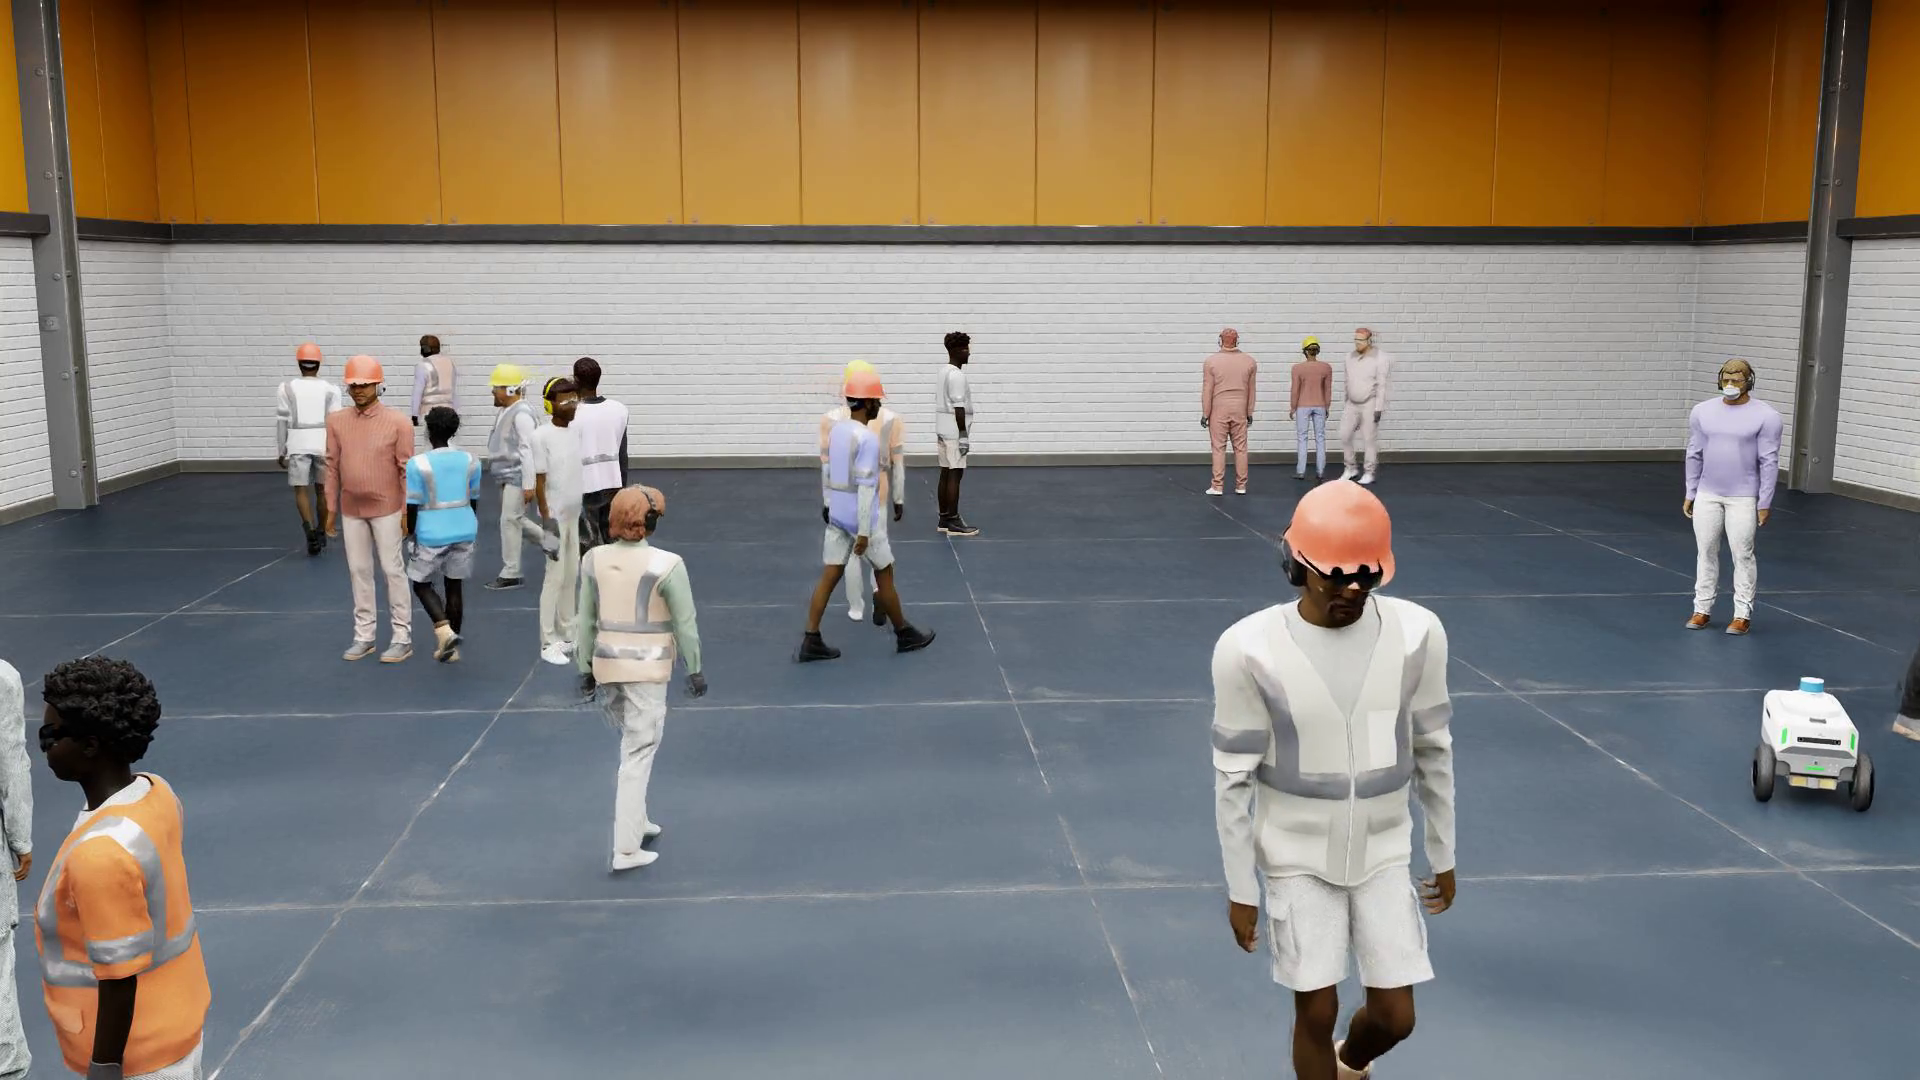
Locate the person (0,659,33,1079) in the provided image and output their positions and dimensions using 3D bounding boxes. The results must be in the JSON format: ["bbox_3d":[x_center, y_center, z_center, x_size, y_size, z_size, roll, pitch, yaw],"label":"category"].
[{"bbox_3d":[-2.960,0.871,4.854,0.480,1.733,0.339,-3,9,-18],"label":"person"}]

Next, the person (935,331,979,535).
[{"bbox_3d":[-0.051,-1.032,16.068,0.369,1.967,0.601,-3,9,-17],"label":"person"}]

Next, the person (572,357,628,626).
[{"bbox_3d":[-2.608,-0.340,11.875,0.394,1.920,0.587,8,12,41],"label":"person"}]

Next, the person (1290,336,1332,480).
[{"bbox_3d":[4.285,-1.613,20.358,0.522,1.765,0.317,-1,9,-8],"label":"person"}]

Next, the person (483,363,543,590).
[{"bbox_3d":[-3.483,-0.511,13.302,0.679,1.812,0.598,-5,10,-28],"label":"person"}]

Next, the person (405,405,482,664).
[{"bbox_3d":[-3.271,-0.017,10.607,0.539,1.678,0.426,-9,13,-44],"label":"person"}]

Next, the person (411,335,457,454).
[{"bbox_3d":[-6.268,-1.558,19.910,0.952,1.803,0.639,3,10,20],"label":"person"}]

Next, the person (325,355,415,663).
[{"bbox_3d":[-3.819,-0.202,10.788,0.618,1.993,0.408,2,9,11],"label":"person"}]

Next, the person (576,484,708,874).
[{"bbox_3d":[-1.342,0.572,7.092,0.520,1.620,0.636,5,10,29],"label":"person"}]

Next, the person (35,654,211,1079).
[{"bbox_3d":[-1.810,1.084,3.625,0.319,1.697,0.532,-3,9,-17],"label":"person"}]

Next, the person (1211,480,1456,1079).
[{"bbox_3d":[0.966,0.824,4.296,0.666,2.002,0.583,-1,9,-3],"label":"person"}]

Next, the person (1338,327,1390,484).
[{"bbox_3d":[4.780,-1.589,19.829,0.567,1.884,0.676,-9,12,-43],"label":"person"}]

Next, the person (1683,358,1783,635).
[{"bbox_3d":[5.375,-0.302,11.623,0.368,1.932,0.623,-8,12,-42],"label":"person"}]

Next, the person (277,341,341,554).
[{"bbox_3d":[-5.844,-0.830,14.998,0.552,1.915,0.846,-5,10,-27],"label":"person"}]

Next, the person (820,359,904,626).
[{"bbox_3d":[-0.689,-0.323,11.802,0.596,1.911,0.716,-1,9,-8],"label":"person"}]

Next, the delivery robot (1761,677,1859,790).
[{"bbox_3d":[4.092,0.907,8.019,0.477,0.478,0.707,3,10,20],"label":"delivery robot"}]

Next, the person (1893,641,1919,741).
[{"bbox_3d":[5.346,0.175,8.577,0.619,1.938,1.034,-3,9,-17],"label":"person"}]

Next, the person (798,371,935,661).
[{"bbox_3d":[-0.640,-0.156,10.840,0.985,1.886,0.552,-7,11,-36],"label":"person"}]

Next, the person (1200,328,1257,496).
[{"bbox_3d":[3.029,-1.449,18.879,0.642,1.909,0.399,-2,9,-11],"label":"person"}]

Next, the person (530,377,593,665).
[{"bbox_3d":[-2.546,-0.130,10.818,0.347,1.852,0.613,3,10,20],"label":"person"}]
